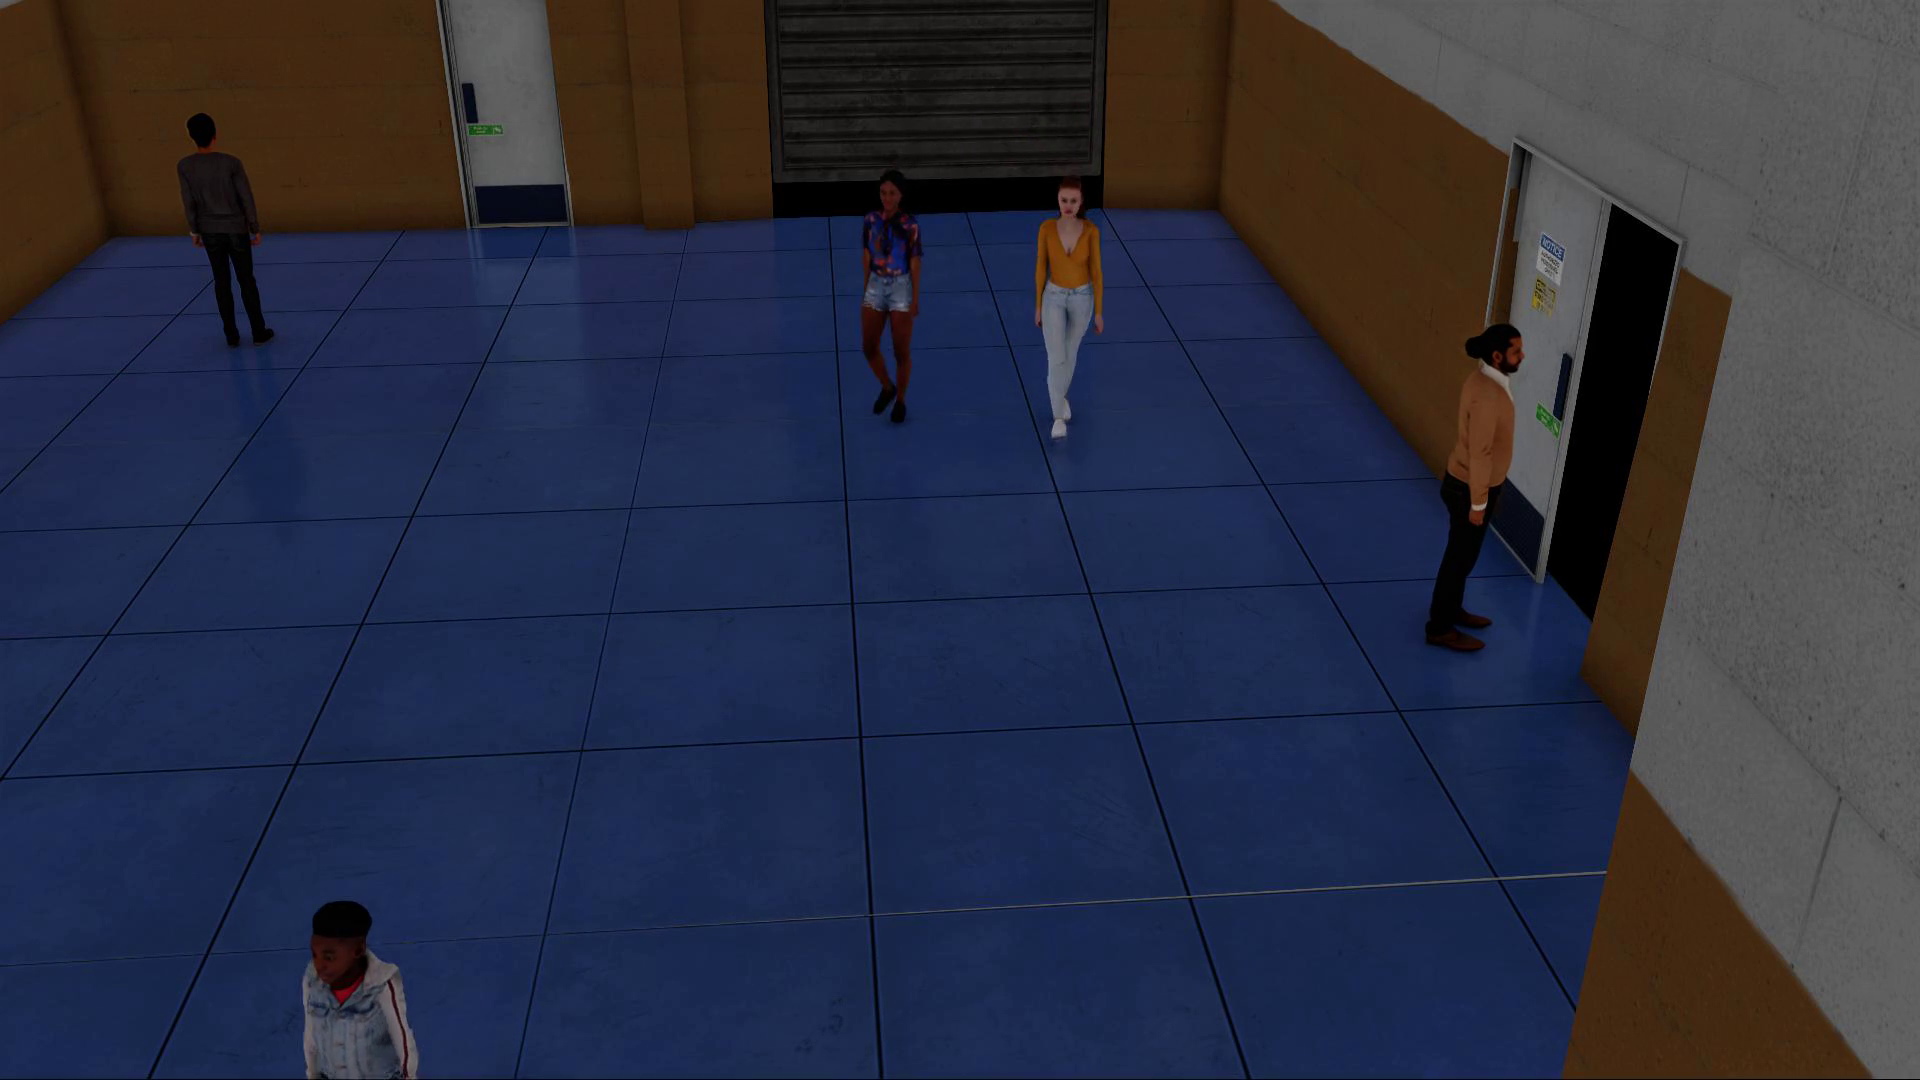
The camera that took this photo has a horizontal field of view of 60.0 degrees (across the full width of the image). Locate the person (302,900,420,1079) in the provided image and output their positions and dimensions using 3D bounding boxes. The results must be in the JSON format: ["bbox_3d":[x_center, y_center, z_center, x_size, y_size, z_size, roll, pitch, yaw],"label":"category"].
[{"bbox_3d":[-1.866,1.642,5.305,0.559,1.250,0.627,9,28,17],"label":"person"}]

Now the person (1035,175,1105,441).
[{"bbox_3d":[0.719,-1.582,11.148,1.024,1.714,0.715,-1,27,-1],"label":"person"}]

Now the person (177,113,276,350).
[{"bbox_3d":[-5.560,-2.324,12.552,0.502,1.768,0.737,10,28,18],"label":"person"}]

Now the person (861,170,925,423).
[{"bbox_3d":[-0.436,-1.655,11.274,0.647,1.731,0.749,8,28,16],"label":"person"}]

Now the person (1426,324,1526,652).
[{"bbox_3d":[2.634,-0.281,8.533,0.722,1.753,0.729,8,28,15],"label":"person"}]
